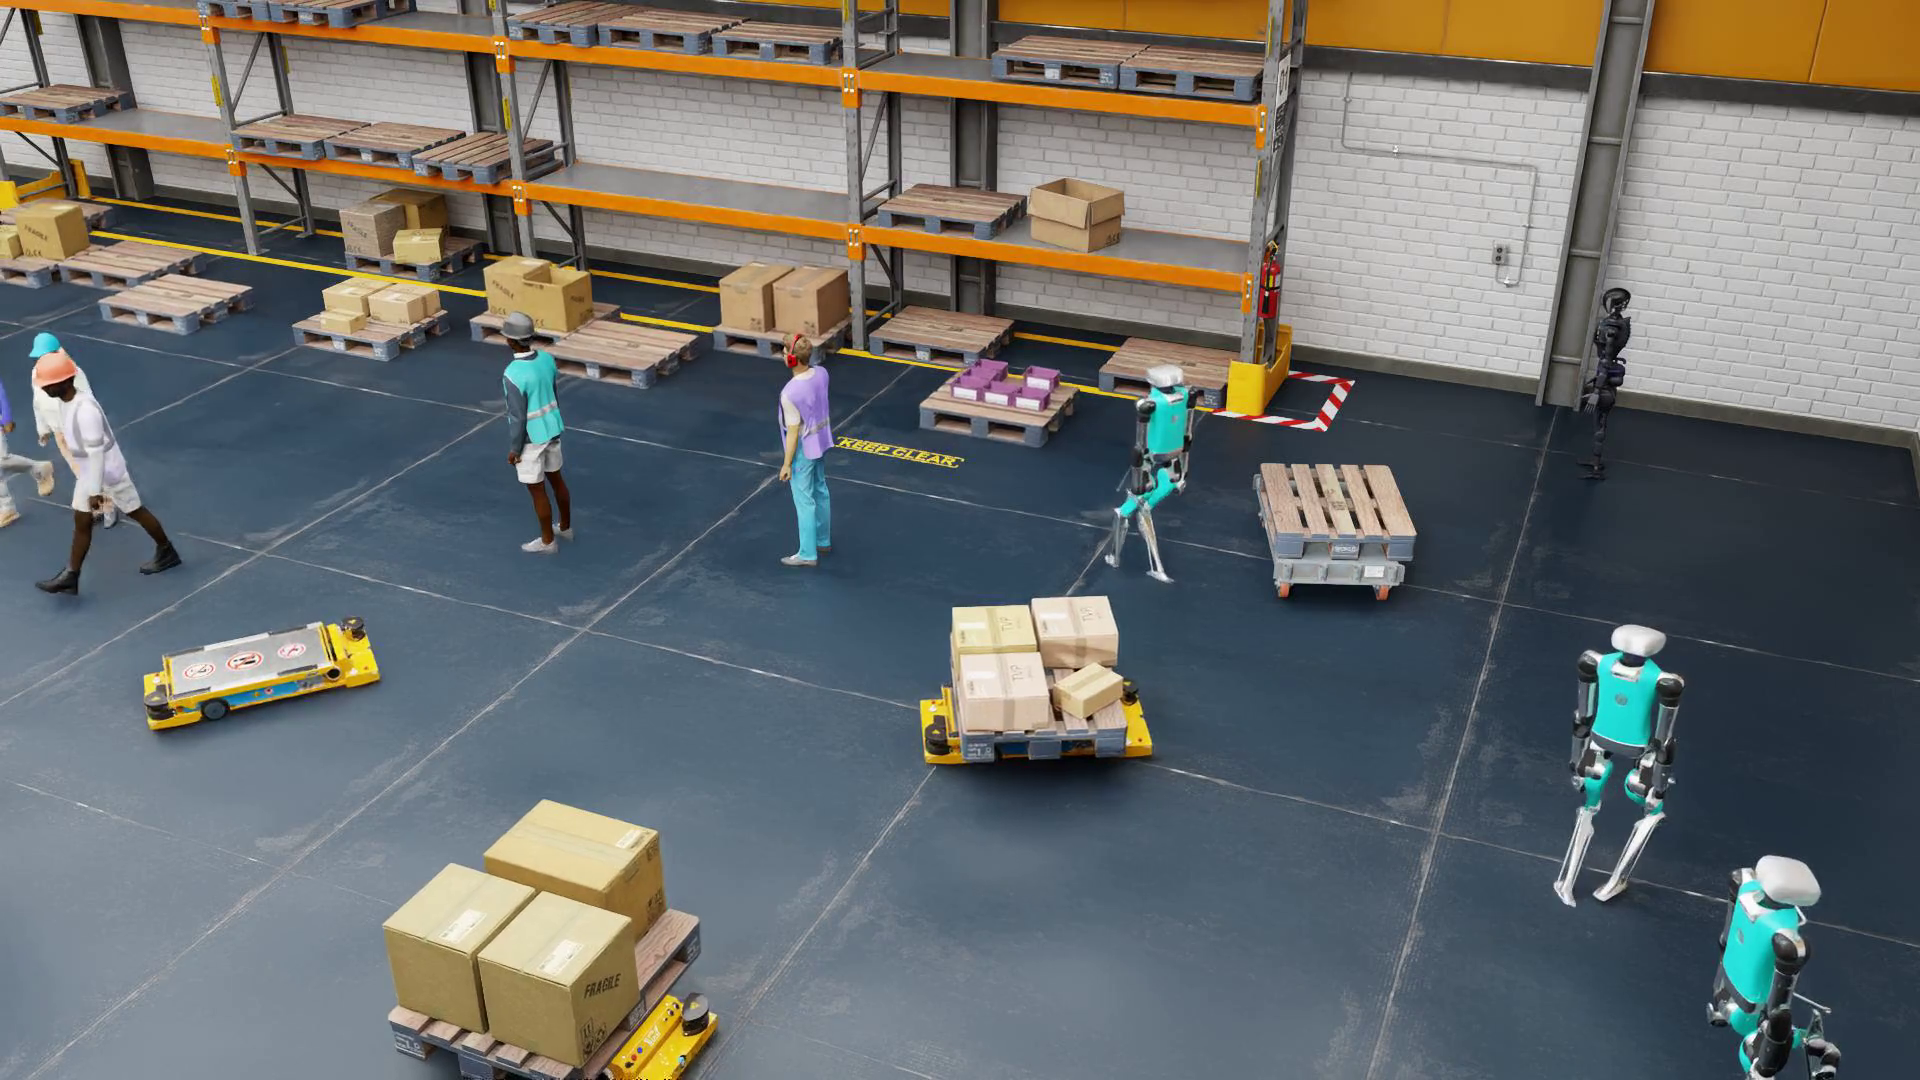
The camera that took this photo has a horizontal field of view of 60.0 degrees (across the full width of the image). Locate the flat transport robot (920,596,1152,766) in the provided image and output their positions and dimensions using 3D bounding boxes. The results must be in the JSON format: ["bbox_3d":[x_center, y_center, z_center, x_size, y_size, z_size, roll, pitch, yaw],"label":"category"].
[{"bbox_3d":[0.474,1.162,10.679,1.431,0.231,0.659,-2,27,-4],"label":"flat transport robot"}]

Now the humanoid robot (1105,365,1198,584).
[{"bbox_3d":[1.317,-0.500,12.382,0.551,1.857,0.825,-17,32,-30],"label":"humanoid robot"}]

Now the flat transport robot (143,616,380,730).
[{"bbox_3d":[-4.713,0.887,11.212,1.431,0.231,0.659,-12,30,-23],"label":"flat transport robot"}]

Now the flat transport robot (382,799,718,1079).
[{"bbox_3d":[-1.999,2.384,8.310,1.431,0.231,0.659,11,29,21],"label":"flat transport robot"}]

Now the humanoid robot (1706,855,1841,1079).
[{"bbox_3d":[3.661,2.130,7.273,1.033,1.780,0.540,-1,27,-2],"label":"humanoid robot"}]

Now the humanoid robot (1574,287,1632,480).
[{"bbox_3d":[5.391,-1.317,13.936,0.315,1.655,0.599,11,29,20],"label":"humanoid robot"}]

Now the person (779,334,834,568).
[{"bbox_3d":[-1.157,-0.663,12.496,0.391,1.846,0.562,11,29,21],"label":"person"}]

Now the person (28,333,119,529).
[{"bbox_3d":[-6.973,-0.842,13.044,0.478,1.662,0.418,6,28,12],"label":"person"}]

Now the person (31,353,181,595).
[{"bbox_3d":[-6.355,-0.489,12.124,0.553,1.867,1.042,22,35,36],"label":"person"}]

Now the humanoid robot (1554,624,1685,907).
[{"bbox_3d":[3.619,1.192,9.012,0.563,1.789,0.680,22,34,36],"label":"humanoid robot"}]

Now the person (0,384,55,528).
[{"bbox_3d":[-7.718,-1.023,13.199,0.509,1.842,0.622,7,28,14],"label":"person"}]

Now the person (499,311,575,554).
[{"bbox_3d":[-3.229,-0.811,12.687,0.437,1.936,0.565,11,29,21],"label":"person"}]
